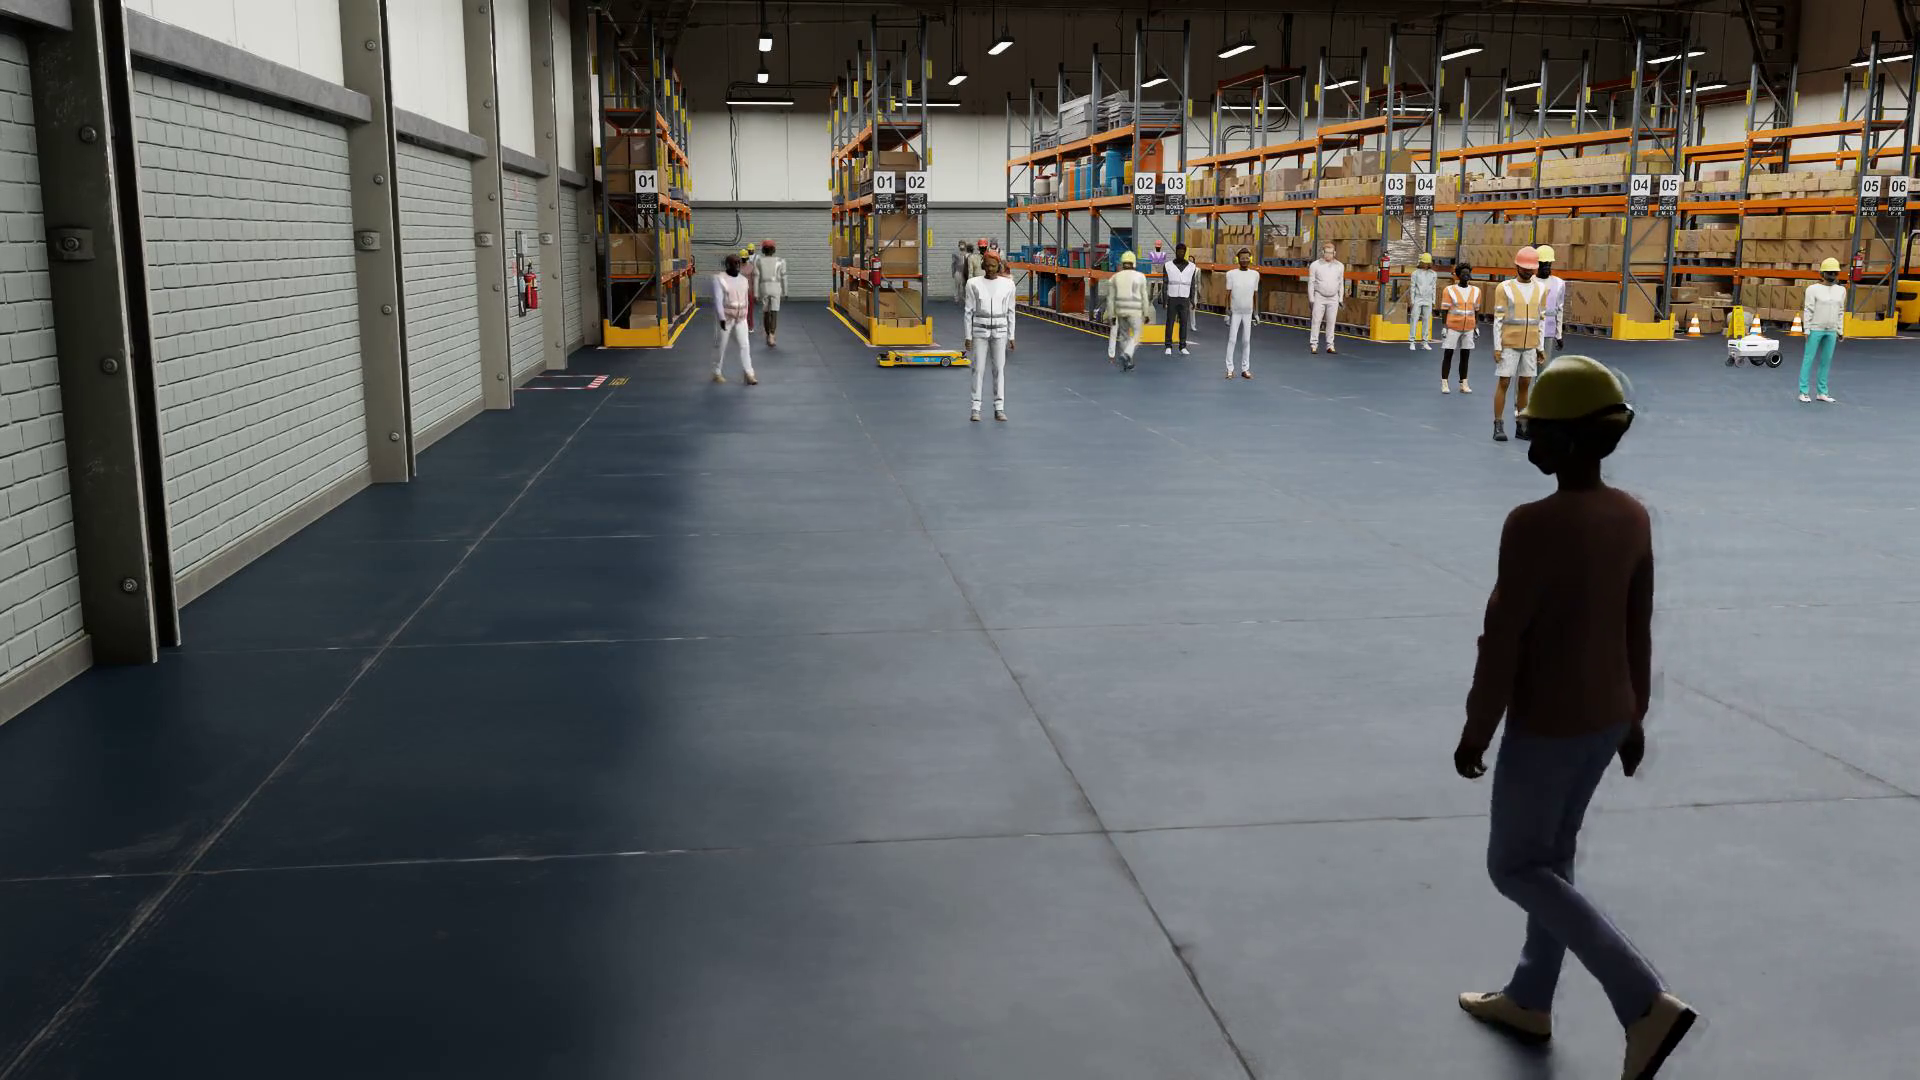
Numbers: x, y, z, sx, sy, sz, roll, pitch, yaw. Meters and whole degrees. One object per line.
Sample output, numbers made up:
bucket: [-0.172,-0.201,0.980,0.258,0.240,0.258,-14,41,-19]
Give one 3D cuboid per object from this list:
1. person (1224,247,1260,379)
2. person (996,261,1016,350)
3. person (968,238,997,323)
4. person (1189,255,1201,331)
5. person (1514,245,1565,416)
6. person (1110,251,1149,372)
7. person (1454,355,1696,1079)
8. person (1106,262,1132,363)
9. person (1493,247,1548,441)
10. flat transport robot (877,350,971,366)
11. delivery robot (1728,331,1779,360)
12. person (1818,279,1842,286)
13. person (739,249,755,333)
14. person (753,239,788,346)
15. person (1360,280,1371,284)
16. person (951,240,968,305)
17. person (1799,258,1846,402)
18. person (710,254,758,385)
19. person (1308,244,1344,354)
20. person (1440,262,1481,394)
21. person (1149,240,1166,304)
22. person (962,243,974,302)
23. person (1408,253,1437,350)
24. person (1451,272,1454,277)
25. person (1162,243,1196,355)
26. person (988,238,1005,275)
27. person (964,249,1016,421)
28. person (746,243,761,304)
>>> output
person: [4.042,-3.238,23.809,0.520,1.873,0.328,-1,10,-6]
person: [0.739,-4.154,29.586,0.534,1.585,0.868,1,10,3]
person: [0.473,-5.338,34.982,0.611,1.996,0.379,-1,10,-6]
person: [4.951,-5.333,35.928,0.514,1.642,0.310,-1,10,-6]
person: [6.491,-2.326,18.653,0.586,1.928,0.369,-1,10,-6]
person: [2.515,-3.413,24.902,0.611,1.816,0.569,6,12,29]
person: [1.499,0.439,3.970,0.523,1.746,0.628,-8,13,-37]
person: [2.598,-3.657,26.753,0.499,1.634,0.279,-1,10,-6]
person: [5.580,-1.943,16.557,0.543,1.928,0.373,-1,10,-6]
flat transport robot: [-0.576,-2.871,26.185,1.431,0.197,0.652,-1,10,-7]
delivery robot: [12.382,-3.019,25.965,0.707,0.478,0.477,-1,10,-7]
person: [20.270,-6.005,38.735,0.603,1.959,0.379,-1,10,-6]
person: [-4.558,-5.248,35.140,0.524,1.760,0.327,-1,10,-6]
person: [-3.553,-4.622,31.109,0.613,1.994,1.073,0,10,2]
person: [12.294,-8.063,50.090,0.627,1.934,0.371,-1,10,-6]
person: [0.060,-7.952,49.469,0.627,1.940,0.371,-1,10,-6]
person: [10.618,-2.572,20.447,0.524,1.769,0.315,-1,10,-6]
person: [-3.149,-3.031,22.920,0.616,1.796,0.983,-8,13,-36]
person: [6.367,-4.180,28.897,0.639,1.902,0.407,-1,10,-6]
person: [6.479,-2.739,21.548,0.532,1.697,0.320,-1,10,-6]
person: [5.950,-8.060,50.091,0.543,1.928,0.373,-1,10,-6]
person: [0.268,-7.565,47.633,0.480,1.834,0.538,-10,14,-44]
person: [8.332,-4.281,29.903,0.484,1.735,0.309,-1,10,-6]
person: [14.744,-7.845,49.087,0.520,1.865,0.328,-1,10,-6]
person: [3.781,-4.163,28.769,0.587,1.914,0.391,-1,10,-6]
person: [1.022,-8.255,50.846,0.694,2.000,1.026,1,10,3]
person: [0.331,-2.258,18.397,0.574,1.887,0.355,-1,10,-6]
person: [-6.321,-8.068,50.423,0.589,1.822,0.403,-1,10,-6]
